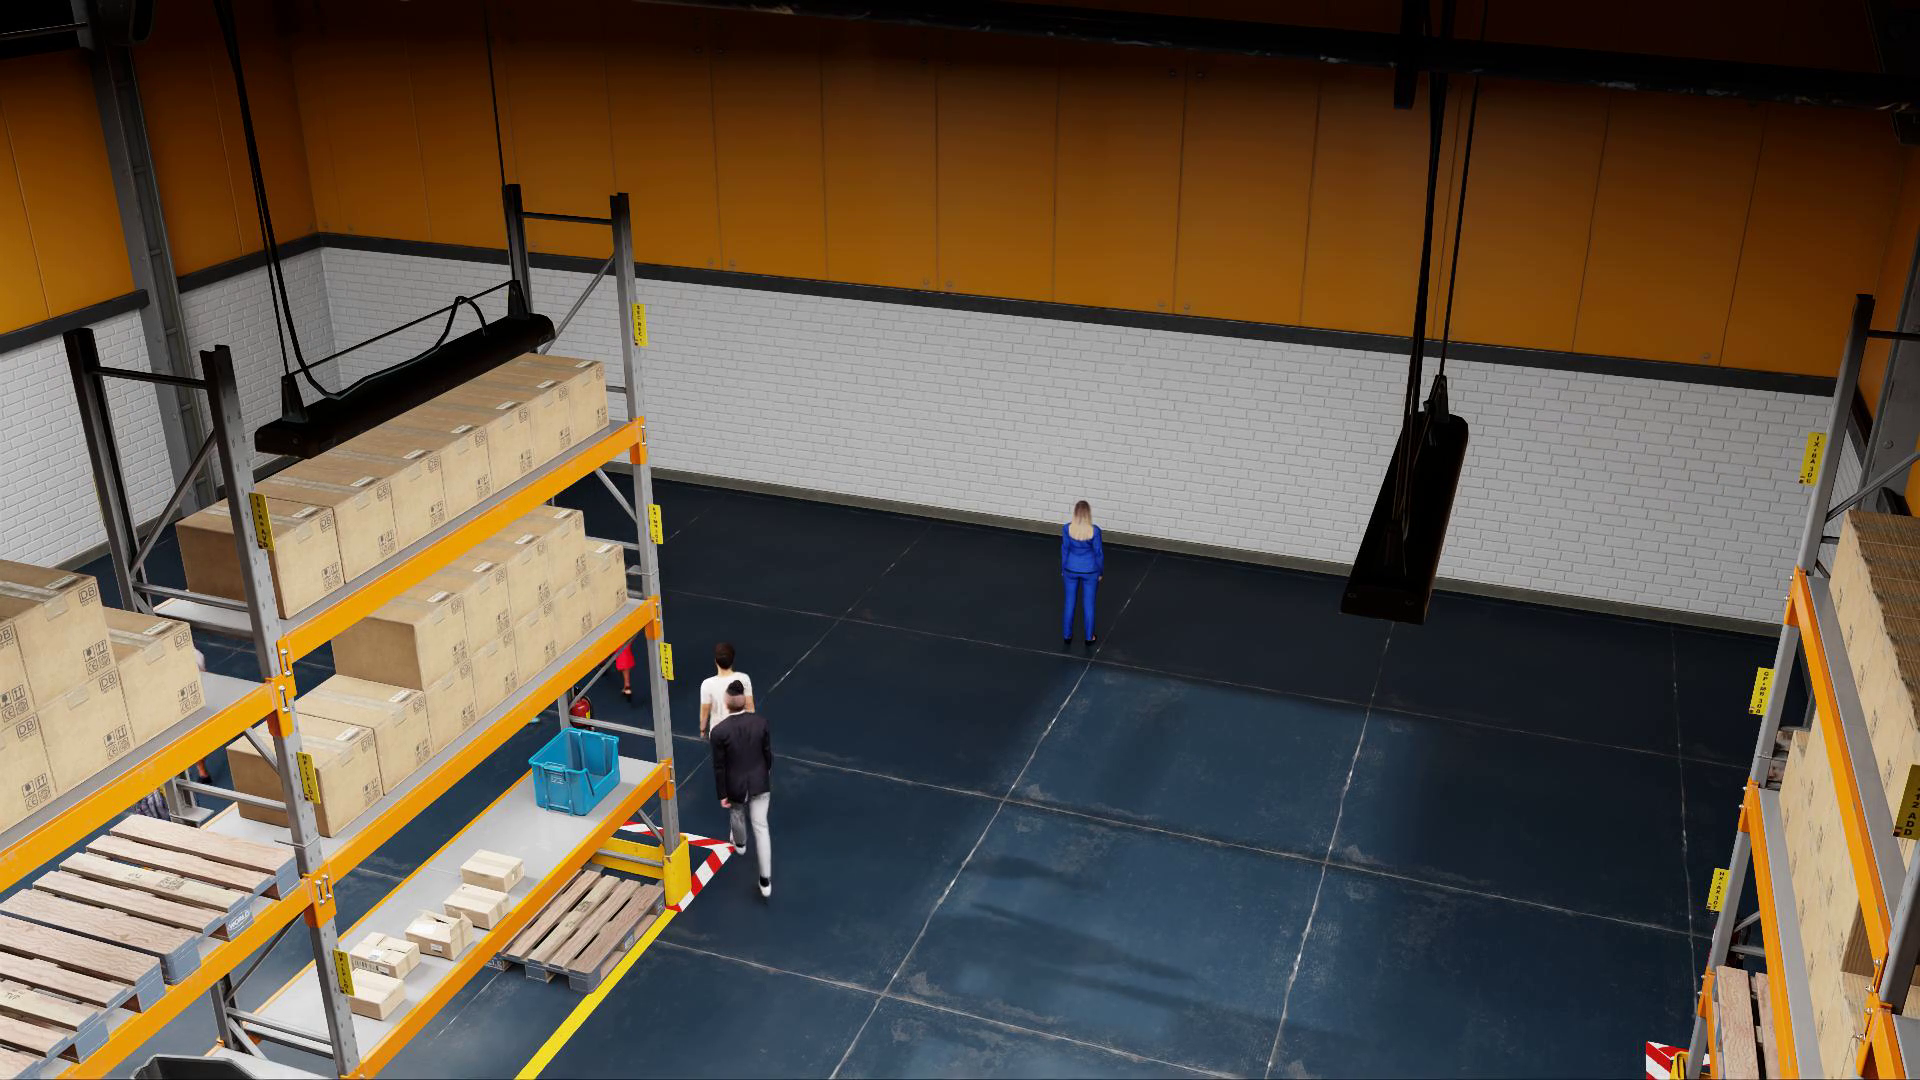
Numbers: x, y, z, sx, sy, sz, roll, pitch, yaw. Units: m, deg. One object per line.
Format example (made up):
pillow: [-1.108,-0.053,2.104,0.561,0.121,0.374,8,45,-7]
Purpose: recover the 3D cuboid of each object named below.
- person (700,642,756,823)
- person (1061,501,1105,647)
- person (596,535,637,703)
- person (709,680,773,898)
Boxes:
person: [-2.079,1.772,15.101,1.131,1.673,1.191,-11,26,-23]
person: [1.332,0.360,18.298,0.644,1.701,0.578,6,24,13]
person: [-3.568,0.838,17.165,1.145,1.734,1.147,-13,27,-27]
person: [-1.771,2.108,14.053,1.228,1.899,1.370,-8,25,-17]
